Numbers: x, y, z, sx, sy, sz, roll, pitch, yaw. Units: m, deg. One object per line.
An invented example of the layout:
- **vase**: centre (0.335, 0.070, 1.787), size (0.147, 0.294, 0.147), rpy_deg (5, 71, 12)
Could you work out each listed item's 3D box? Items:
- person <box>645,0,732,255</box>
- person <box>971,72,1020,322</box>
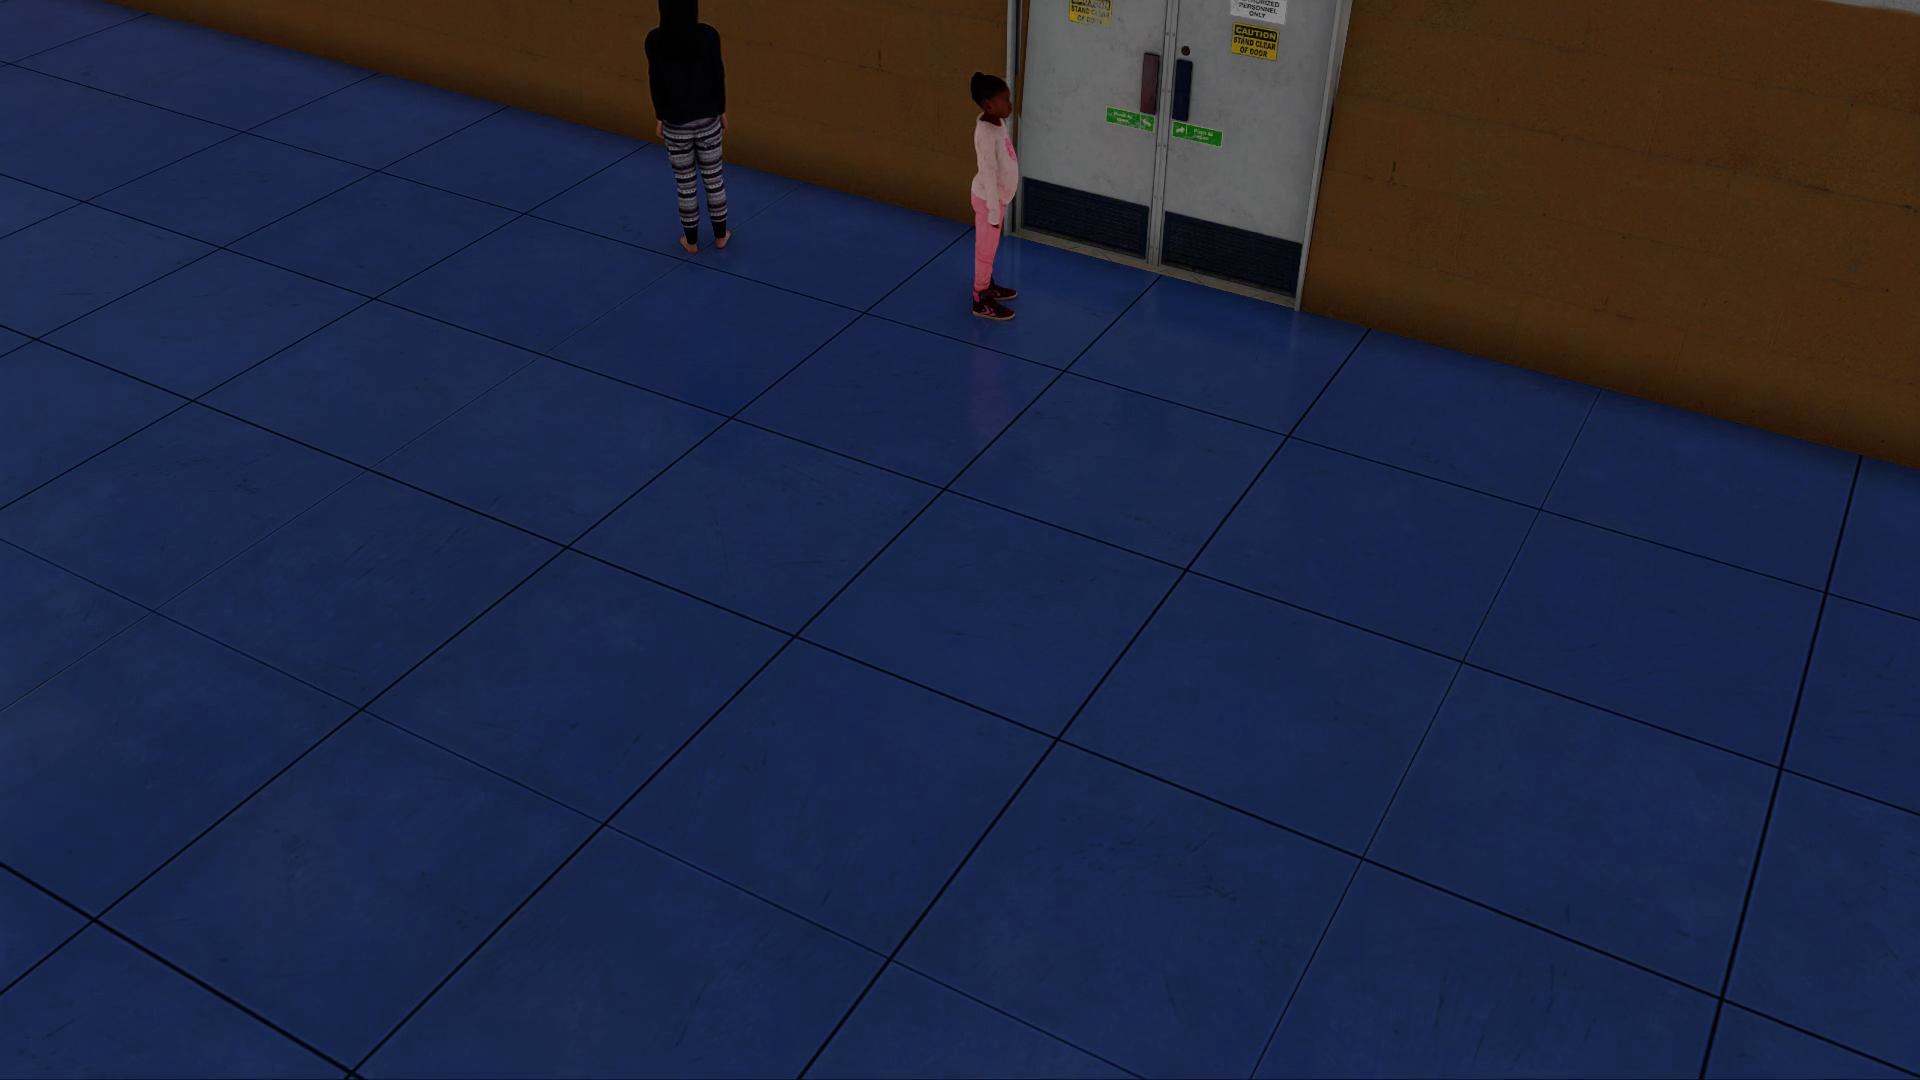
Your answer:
- **person**: centre (-1.629, -2.568, 10.069), size (0.672, 1.734, 0.730), rpy_deg (-9, 38, -12)
- **person**: centre (0.173, -1.981, 9.529), size (0.674, 1.443, 0.559), rpy_deg (3, 37, 4)
